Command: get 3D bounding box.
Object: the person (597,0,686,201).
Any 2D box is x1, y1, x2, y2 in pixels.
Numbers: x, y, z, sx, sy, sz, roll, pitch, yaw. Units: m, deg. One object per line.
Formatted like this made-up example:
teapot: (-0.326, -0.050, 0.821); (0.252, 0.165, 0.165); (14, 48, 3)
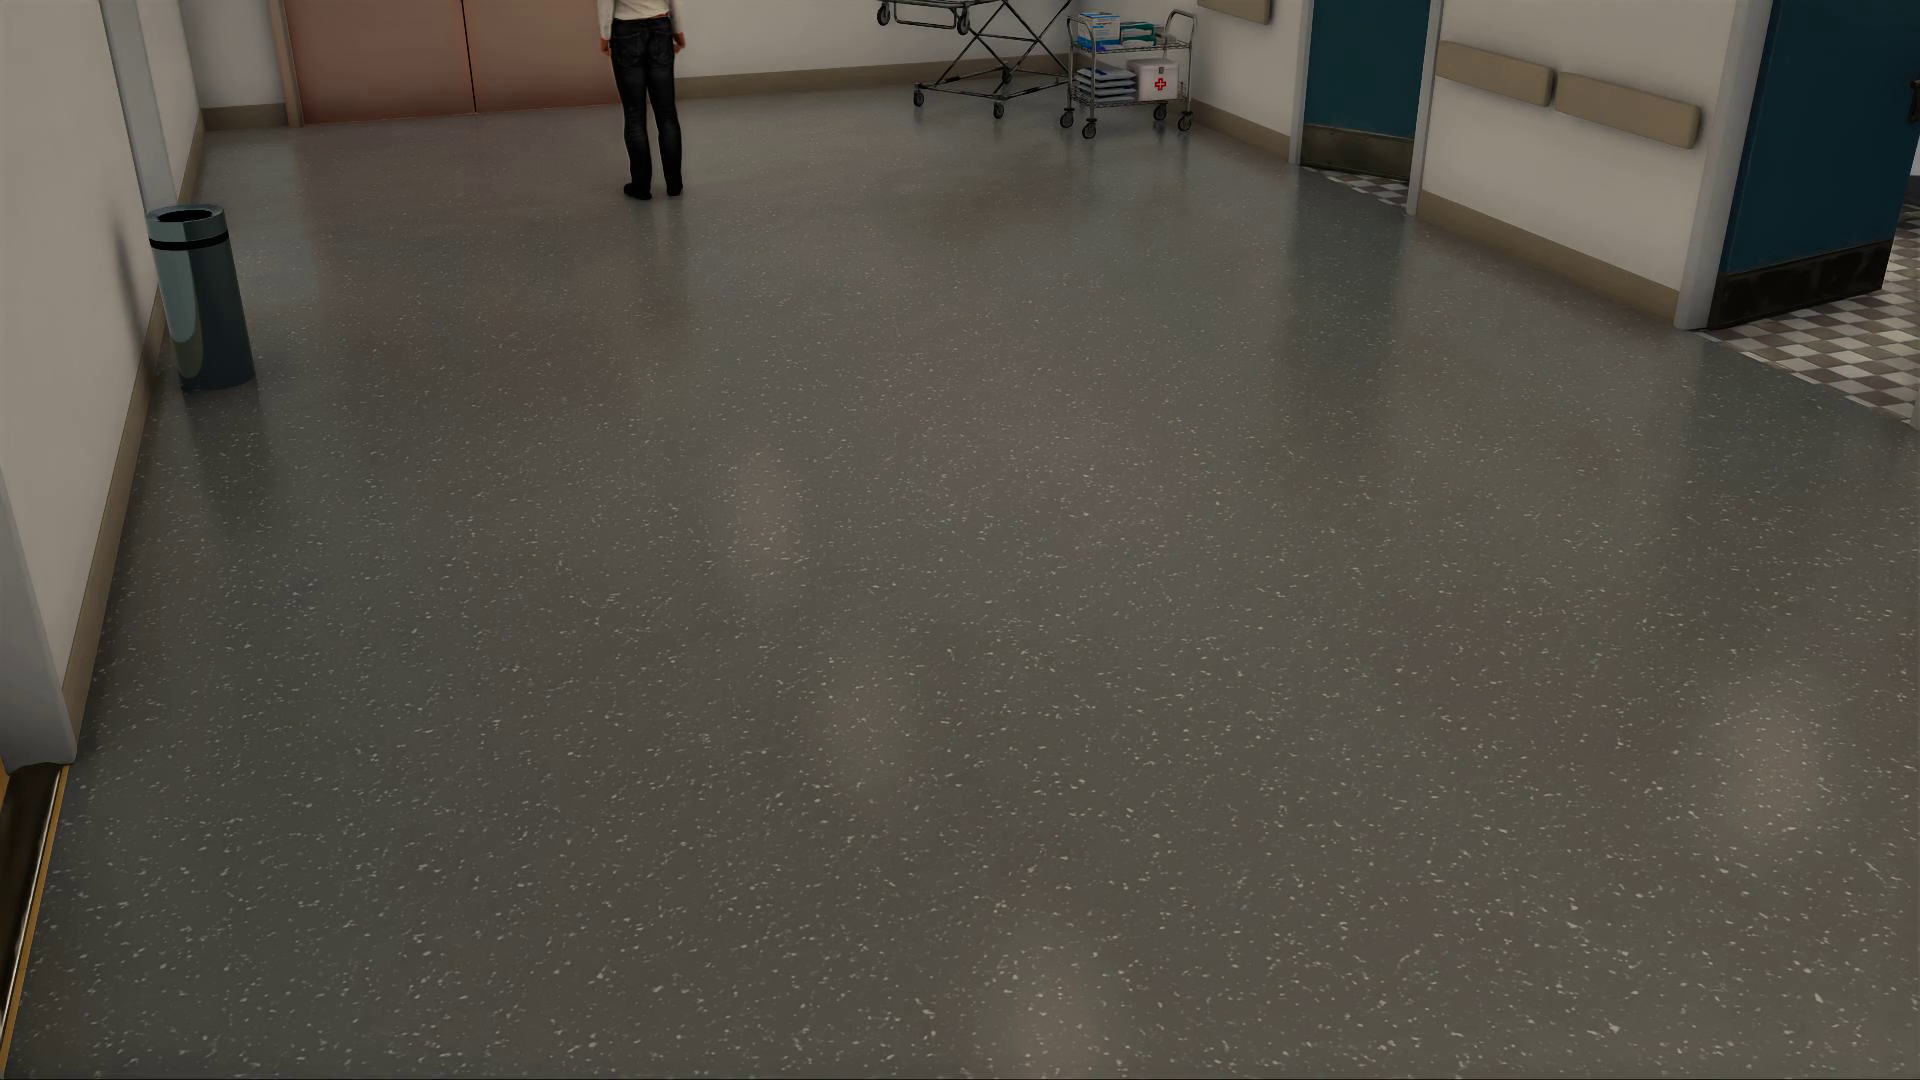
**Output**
person: (-1.821, -2.884, 9.542); (0.668, 1.813, 0.572); (-11, 28, -22)
